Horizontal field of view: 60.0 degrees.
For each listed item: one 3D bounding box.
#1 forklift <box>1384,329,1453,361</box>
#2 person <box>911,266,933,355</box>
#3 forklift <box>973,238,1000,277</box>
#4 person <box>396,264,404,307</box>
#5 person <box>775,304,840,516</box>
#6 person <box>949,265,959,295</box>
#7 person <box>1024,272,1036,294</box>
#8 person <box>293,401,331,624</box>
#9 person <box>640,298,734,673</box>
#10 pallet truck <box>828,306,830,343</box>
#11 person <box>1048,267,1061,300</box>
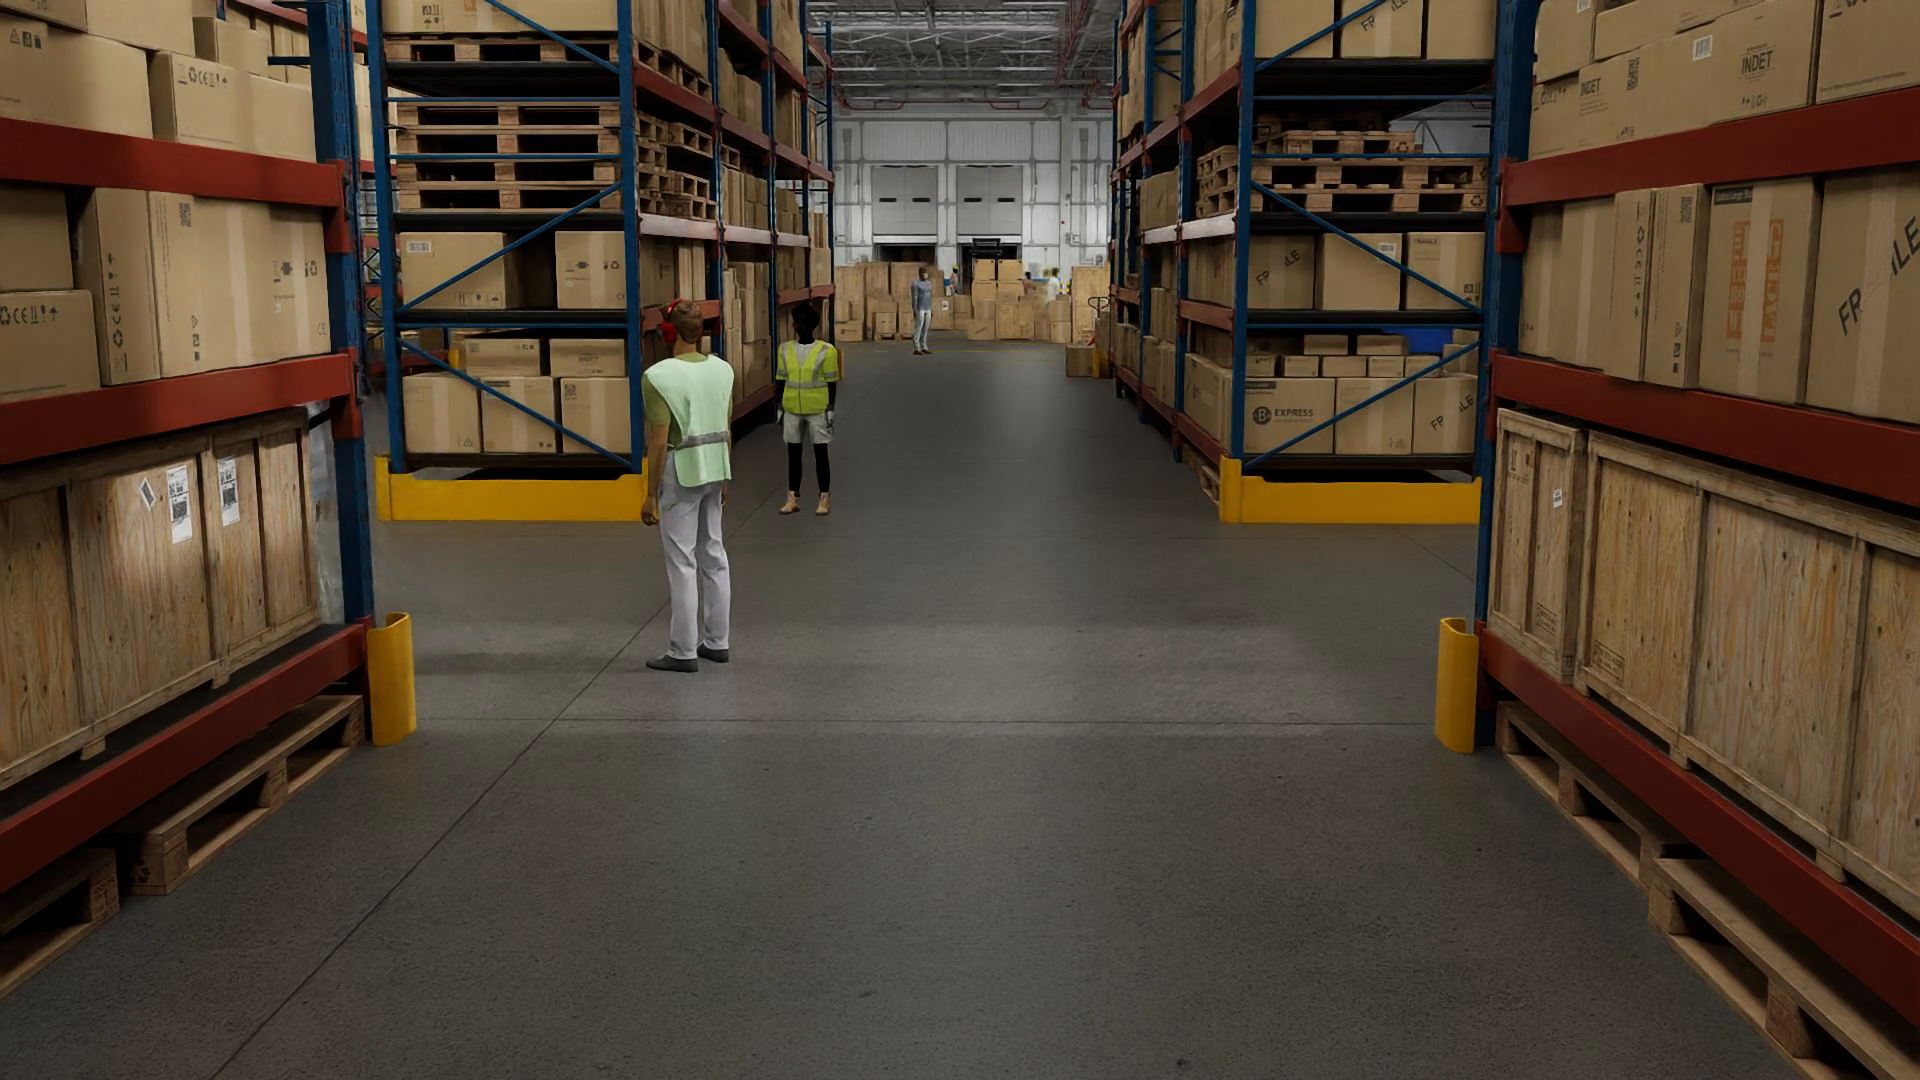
[{"bbox_3d":[9.177,-4.795,32.284,1.873,2.768,1.129,-9,13,-43],"label":"forklift"},{"bbox_3d":[-0.824,-5.026,36.480,0.352,1.937,0.635,7,12,37],"label":"person"},{"bbox_3d":[0.885,-8.689,55.609,1.129,2.768,1.873,0,9,1],"label":"forklift"},{"bbox_3d":[-20.290,-9.040,60.224,0.976,2.000,0.712,-8,13,-42],"label":"person"},{"bbox_3d":[-1.230,-1.037,13.315,0.537,1.696,0.318,3,10,15],"label":"person"},{"bbox_3d":[-0.240,-10.390,68.667,0.383,1.921,0.585,-3,10,-16],"label":"person"},{"bbox_3d":[2.796,-9.580,64.566,0.646,1.667,0.418,-6,11,-30],"label":"person"},{"bbox_3d":[-3.363,-0.226,8.129,0.574,1.804,0.593,-3,10,-16],"label":"person"},{"bbox_3d":[-1.335,-0.264,8.236,0.390,1.846,0.564,6,11,34],"label":"person"},{"bbox_3d":[-3.100,-3.940,29.800,1.885,1.965,0.823,3,10,19],"label":"pallet truck"},{"bbox_3d":[2.647,-6.810,47.313,0.999,1.903,0.627,2,10,10],"label":"person"}]
